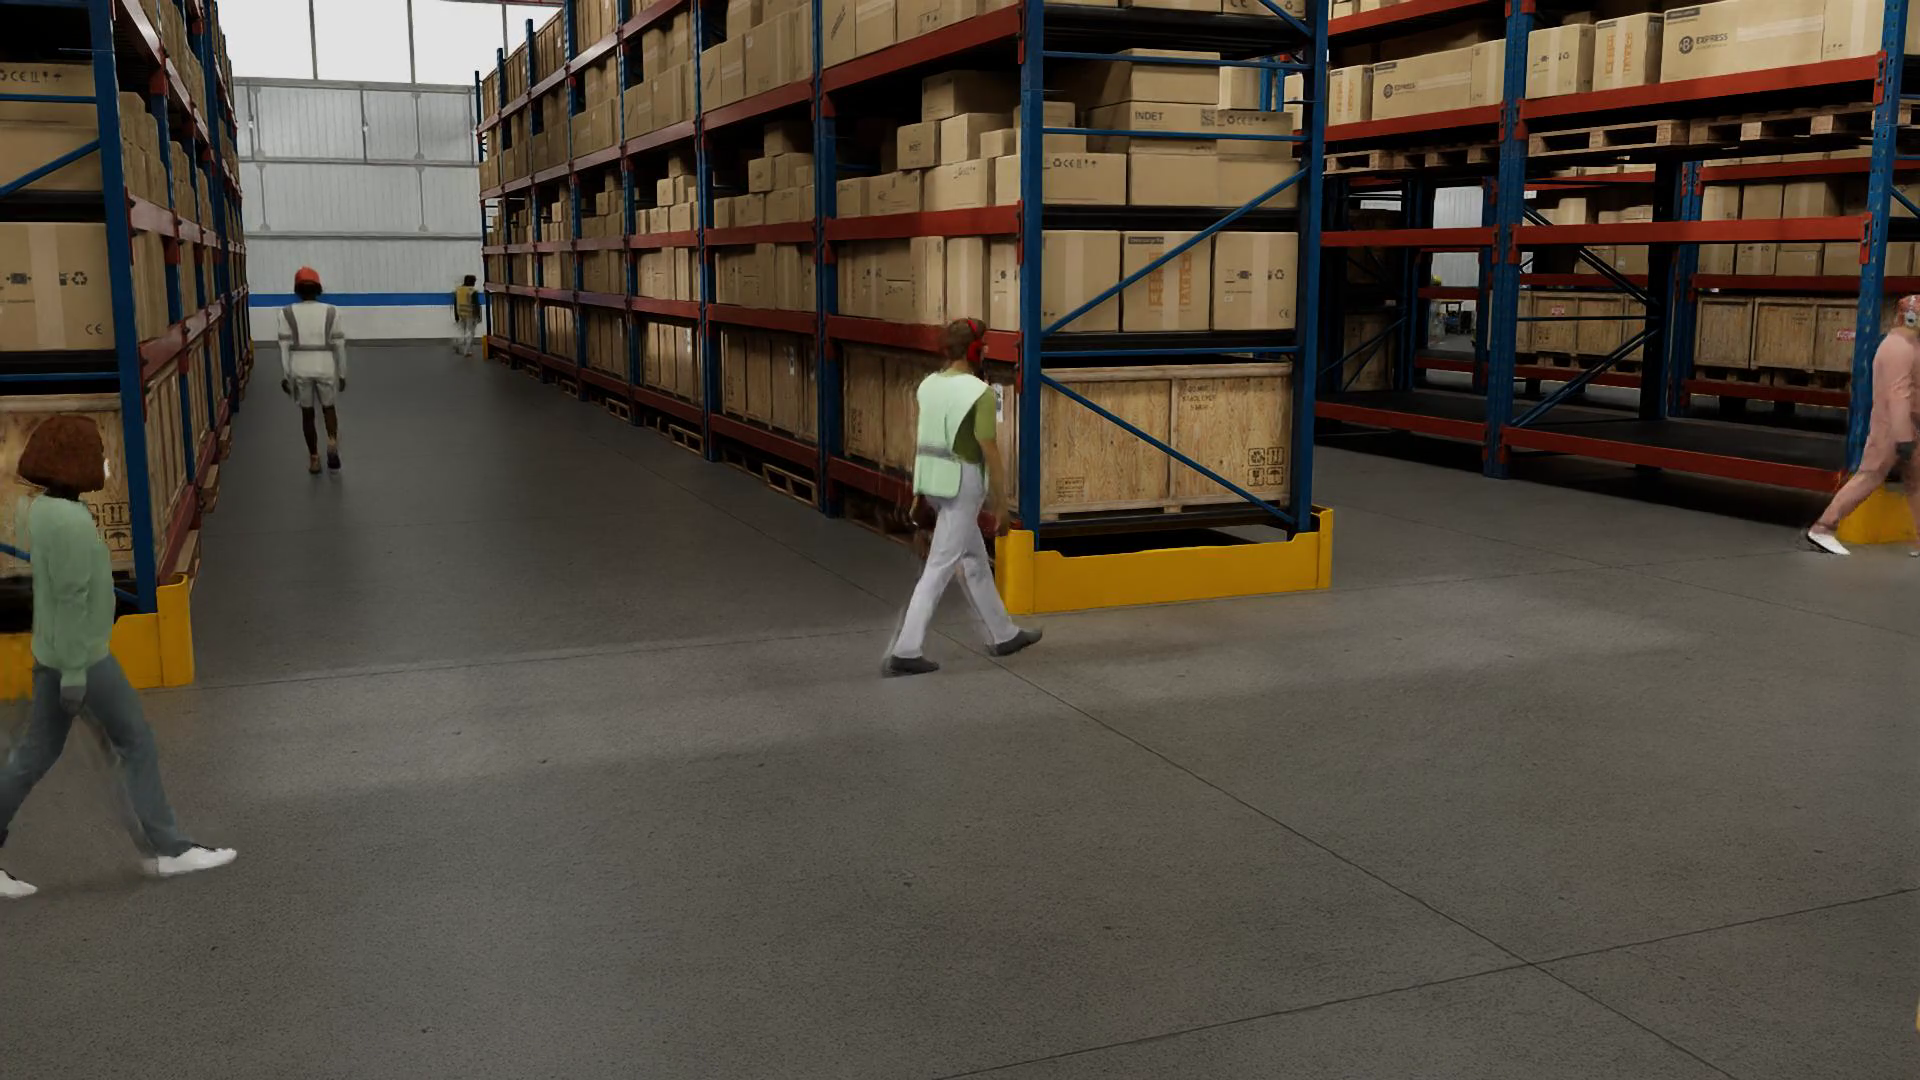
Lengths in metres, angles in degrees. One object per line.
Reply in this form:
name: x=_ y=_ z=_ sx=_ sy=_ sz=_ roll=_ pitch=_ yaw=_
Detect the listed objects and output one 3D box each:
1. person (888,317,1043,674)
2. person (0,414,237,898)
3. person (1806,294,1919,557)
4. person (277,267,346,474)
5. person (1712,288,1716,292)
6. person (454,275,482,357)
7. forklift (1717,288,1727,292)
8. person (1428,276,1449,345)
person: x=0.022 y=-0.229 z=8.477 sx=0.999 sy=1.795 sz=0.583 roll=-6 pitch=11 yaw=-32
person: x=-2.918 y=0.379 z=5.439 sx=0.839 sy=1.593 sz=0.511 roll=-7 pitch=12 yaw=-37
person: x=6.529 y=-0.784 z=11.645 sx=1.005 sy=1.865 sz=0.659 roll=7 pitch=12 yaw=35
person: x=-6.364 y=-1.659 z=16.349 sx=0.603 sy=2.028 sz=0.434 roll=-4 pitch=10 yaw=-24
person: x=16.771 y=-4.977 z=36.761 sx=0.390 sy=1.847 sz=0.563 roll=-2 pitch=10 yaw=-9
person: x=-10.806 y=-4.923 z=36.569 sx=0.655 sy=1.808 sz=0.430 roll=5 pitch=11 yaw=26
forklift: x=12.888 y=-3.933 z=27.420 sx=1.129 sy=2.768 sz=1.873 roll=-4 pitch=10 yaw=-22
person: x=12.056 y=-5.779 z=41.935 sx=0.749 sy=1.716 sz=0.494 roll=-4 pitch=10 yaw=-25
